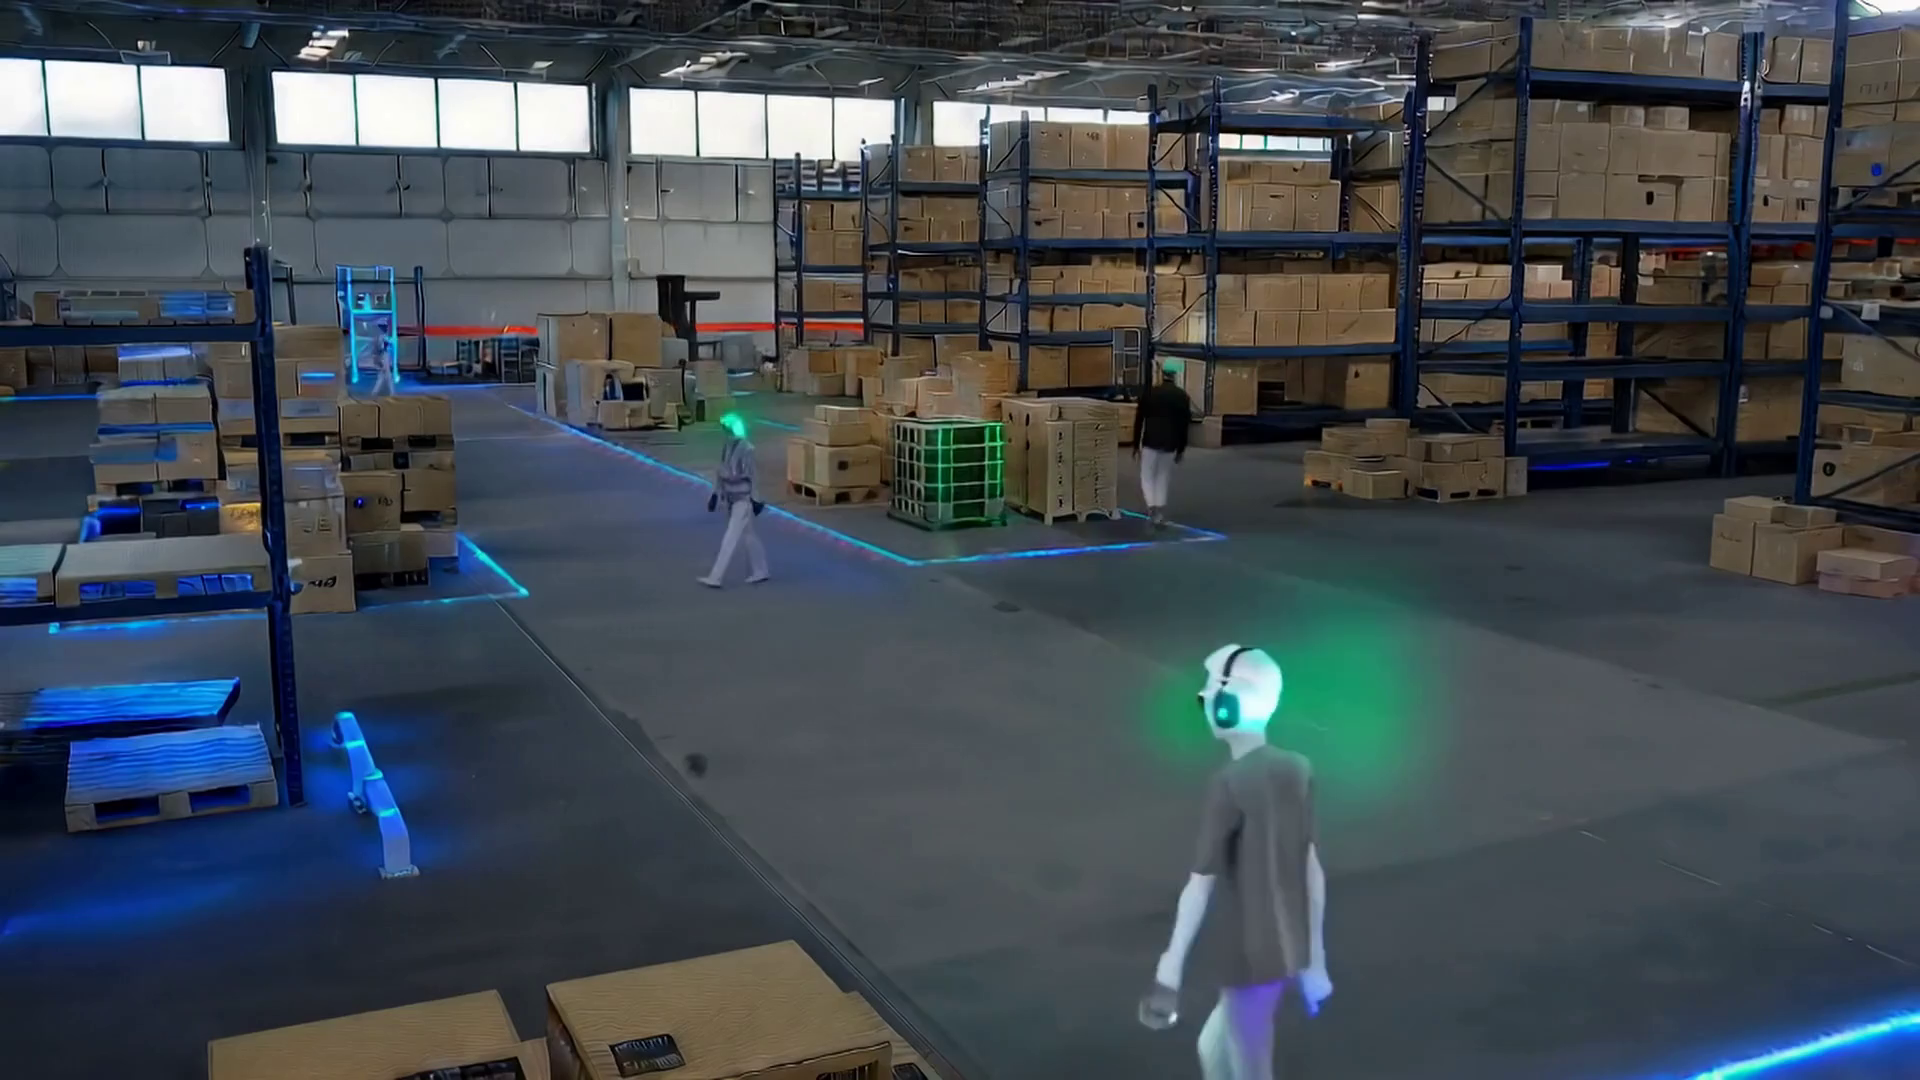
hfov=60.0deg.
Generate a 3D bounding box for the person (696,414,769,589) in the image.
[{"bbox_3d":[-2.103,-0.355,15.249,0.860,1.587,0.545,-7,12,-39],"label":"person"}]

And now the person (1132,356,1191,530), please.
[{"bbox_3d":[2.236,-1.055,18.459,0.641,1.965,0.639,1,9,3],"label":"person"}]

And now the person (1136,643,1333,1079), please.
[{"bbox_3d":[0.765,1.213,4.763,0.650,1.845,0.526,7,11,36],"label":"person"}]

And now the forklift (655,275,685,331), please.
[{"bbox_3d":[-6.677,-4.734,38.455,1.873,2.768,1.129,2,9,14],"label":"forklift"}]

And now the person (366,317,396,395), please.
[{"bbox_3d":[-12.867,-4.026,37.097,0.863,1.909,0.555,-1,9,-3],"label":"person"}]

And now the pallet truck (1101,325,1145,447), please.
[{"bbox_3d":[2.881,-2.596,27.923,0.823,1.965,1.885,-1,9,-7],"label":"pallet truck"}]
